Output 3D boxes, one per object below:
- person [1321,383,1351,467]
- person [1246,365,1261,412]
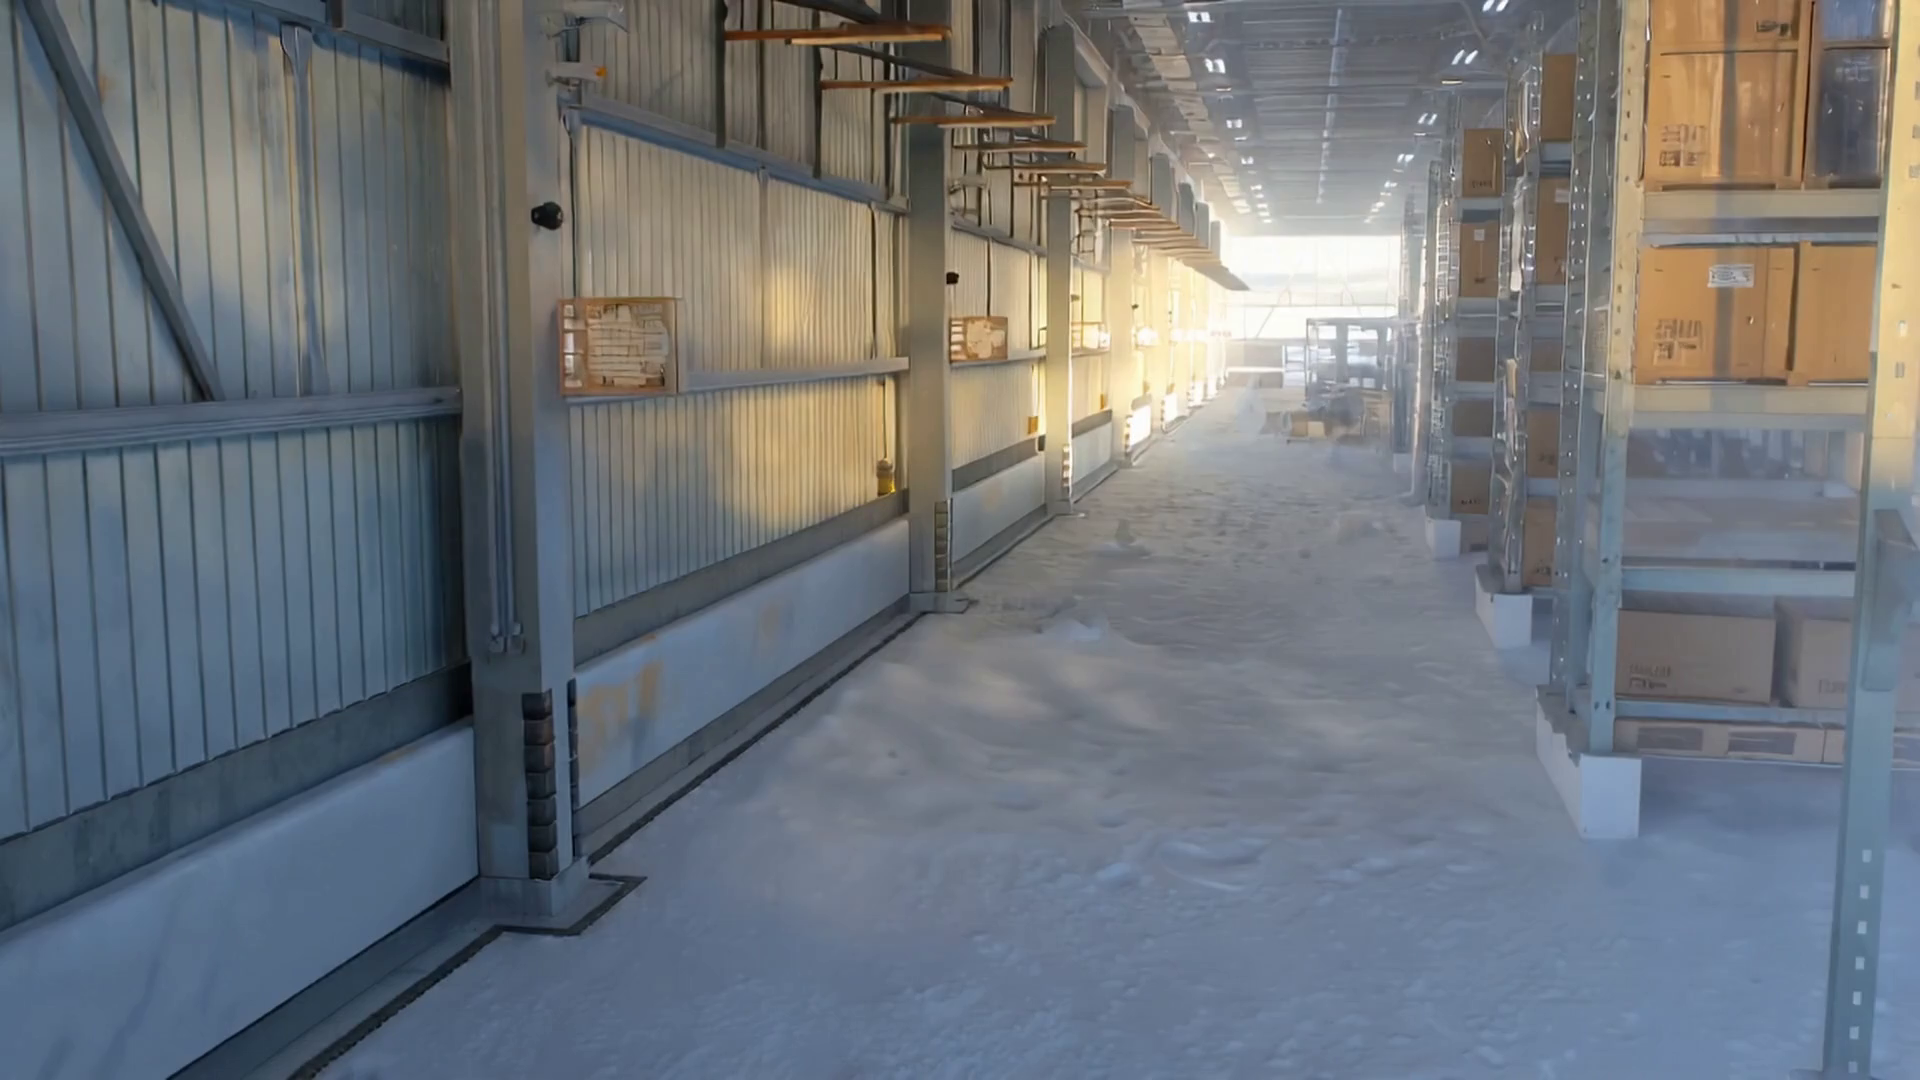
[{"bbox_3d":[8.737,-2.665,38.478,1.038,1.948,0.615,-5,9,-37],"label":"person"},{"bbox_3d":[11.439,-5.904,64.832,0.600,1.821,0.628,2,7,12],"label":"person"}]
